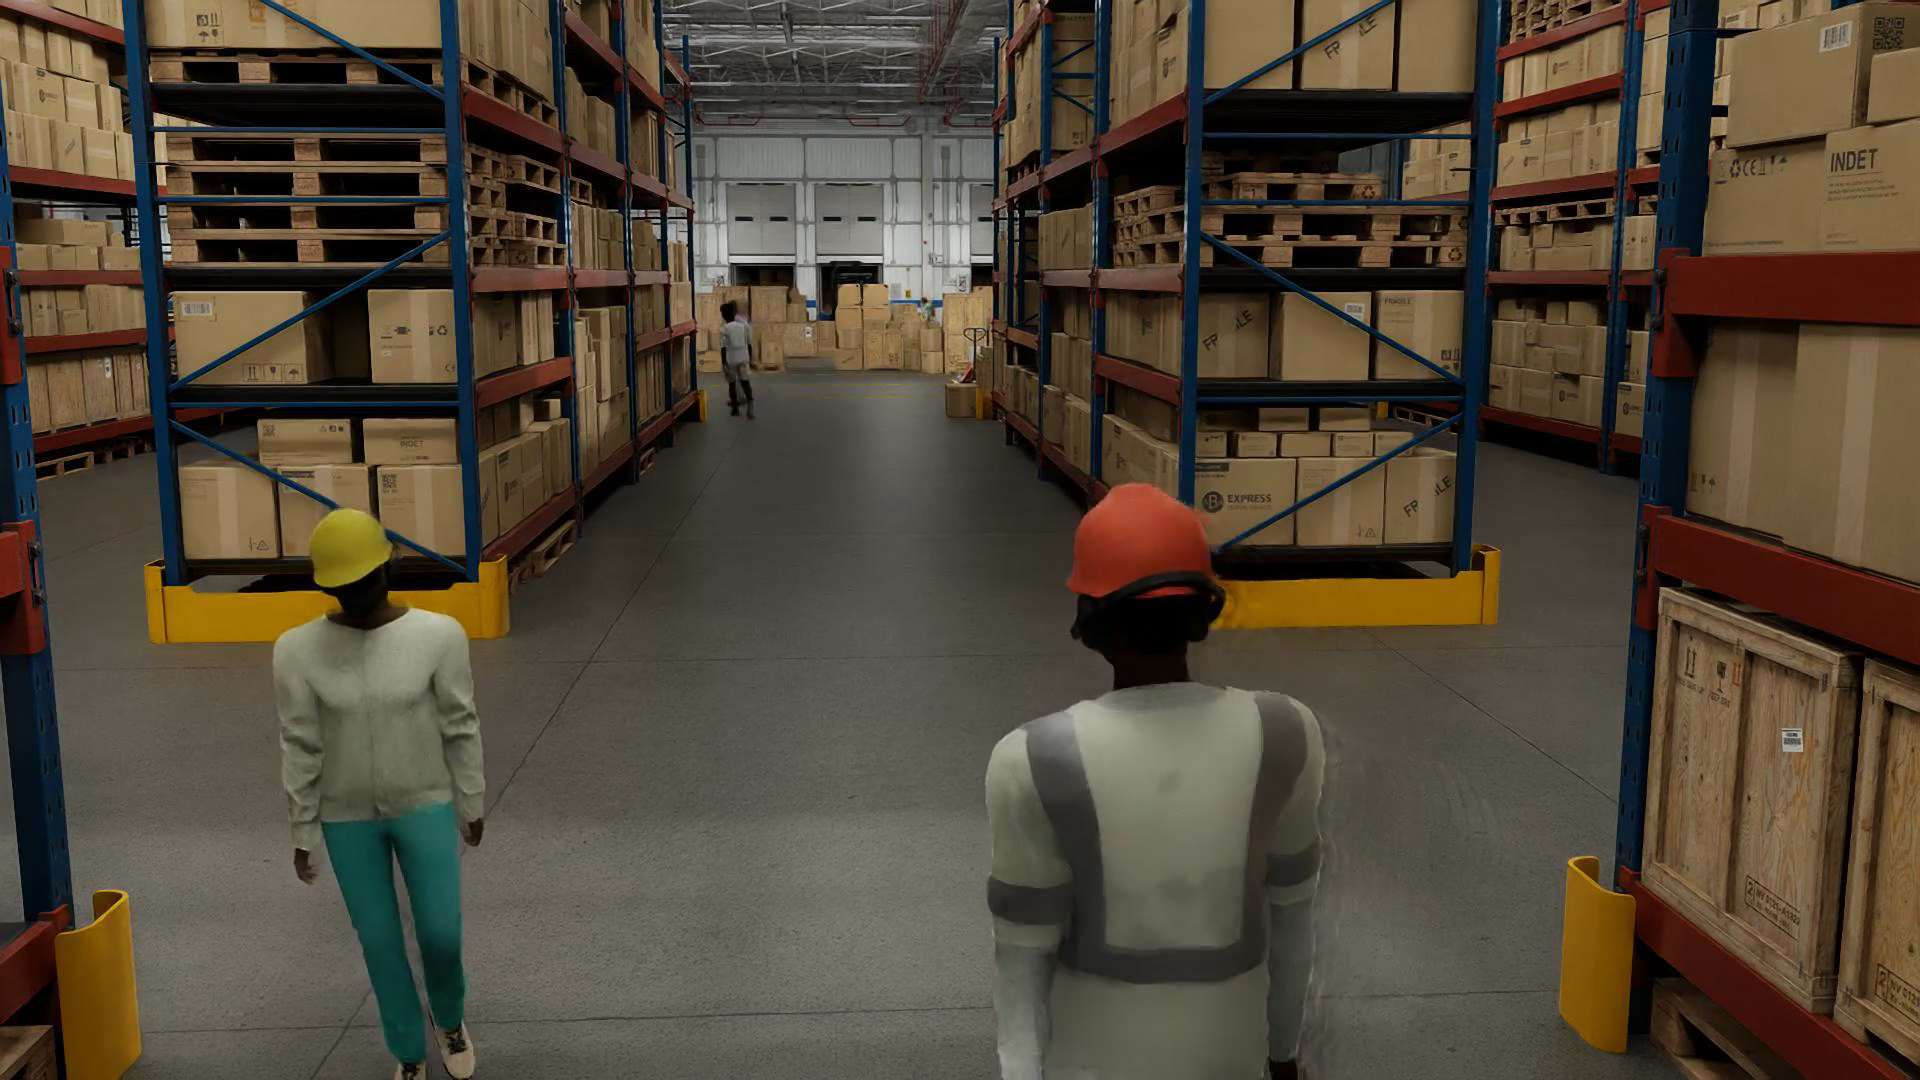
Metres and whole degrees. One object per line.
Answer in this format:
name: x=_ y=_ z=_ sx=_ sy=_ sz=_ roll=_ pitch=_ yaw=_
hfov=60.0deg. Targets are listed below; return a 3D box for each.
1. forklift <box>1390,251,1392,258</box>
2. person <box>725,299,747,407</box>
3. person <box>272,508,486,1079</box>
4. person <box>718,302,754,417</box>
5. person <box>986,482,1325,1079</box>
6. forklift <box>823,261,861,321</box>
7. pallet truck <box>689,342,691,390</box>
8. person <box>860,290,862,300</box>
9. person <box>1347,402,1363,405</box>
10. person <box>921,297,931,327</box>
forklift: x=8.396 y=-4.295 z=32.800 sx=1.129 sy=2.768 sz=1.873 roll=-1 pitch=9 yaw=-4
person: x=-4.059 y=-3.336 z=29.752 sx=0.427 sy=1.927 sz=0.624 roll=-4 pitch=10 yaw=-23
person: x=-1.596 y=0.762 z=4.630 sx=0.534 sy=1.739 sz=0.402 roll=-3 pitch=9 yaw=-15
person: x=-3.661 y=-2.952 z=27.360 sx=0.635 sy=1.925 sz=0.833 roll=-4 pitch=10 yaw=-25
person: x=0.351 y=0.908 z=2.880 sx=0.610 sy=2.011 sz=0.950 roll=-1 pitch=9 yaw=-6
forklift: x=-3.721 y=-7.733 z=54.388 sx=1.129 sy=2.768 sz=1.873 roll=-4 pitch=10 yaw=-25
pallet truck: x=-5.225 y=-3.008 z=27.480 sx=1.885 sy=1.965 sz=0.823 roll=2 pitch=9 yaw=14
person: x=-3.589 y=-7.922 z=58.814 sx=0.345 sy=1.847 sz=0.506 roll=-5 pitch=10 yaw=-28
person: x=5.589 y=-2.259 z=23.929 sx=0.527 sy=1.632 sz=0.432 roll=0 pitch=9 yaw=2
person: x=-1.221 y=-7.667 z=57.942 sx=0.803 sy=1.592 sz=0.630 roll=-6 pitch=11 yaw=-32
